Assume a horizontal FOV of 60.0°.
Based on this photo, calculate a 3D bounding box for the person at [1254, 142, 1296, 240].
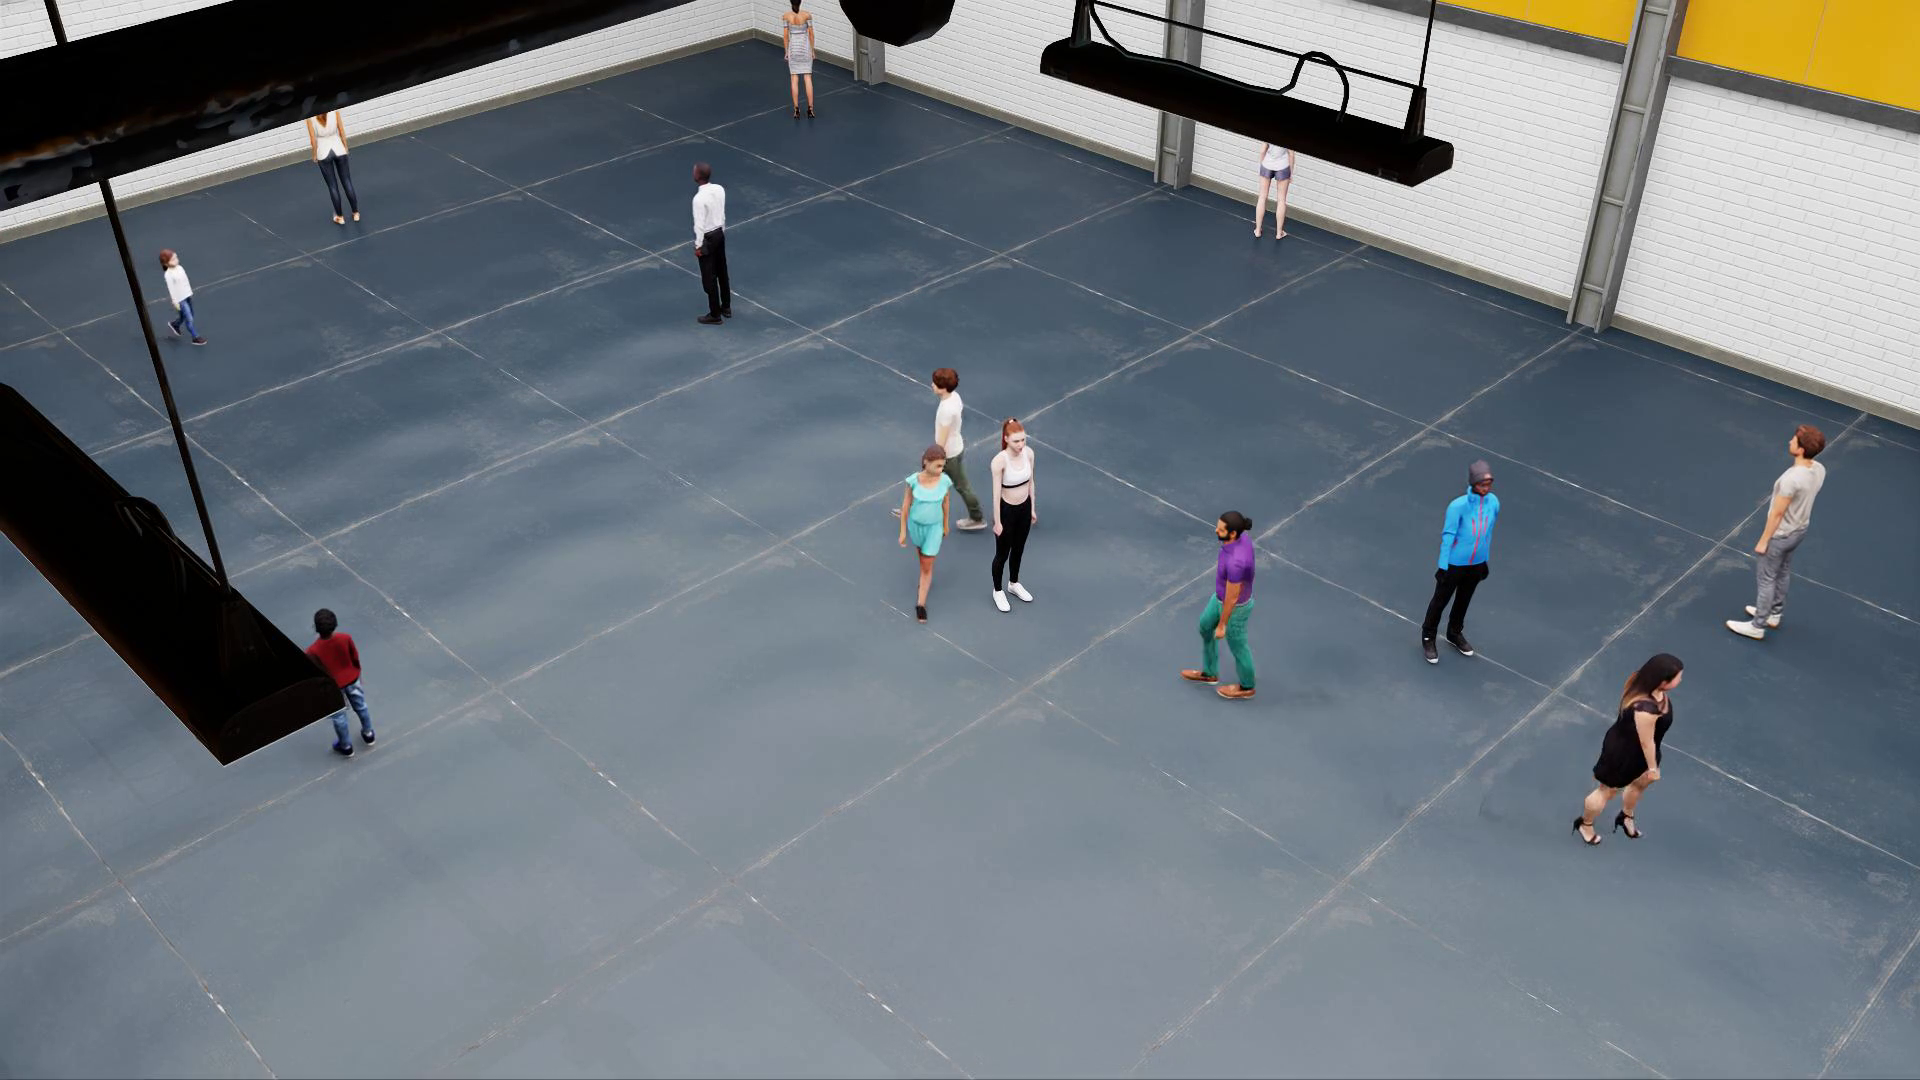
[{"bbox_3d":[3.852,-4.546,20.309,0.626,1.767,0.727,10,35,15],"label":"person"}]

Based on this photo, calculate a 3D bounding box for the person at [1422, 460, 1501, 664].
[{"bbox_3d":[3.995,0.151,13.219,0.691,1.794,0.682,-10,35,-15],"label":"person"}]

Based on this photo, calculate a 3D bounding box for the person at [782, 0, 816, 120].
[{"bbox_3d":[-2.306,-6.965,23.898,0.671,1.822,0.733,0,34,1],"label":"person"}]

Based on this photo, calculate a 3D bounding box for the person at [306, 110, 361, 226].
[{"bbox_3d":[-7.808,-4.797,20.670,0.633,1.785,0.595,-19,38,-26],"label":"person"}]

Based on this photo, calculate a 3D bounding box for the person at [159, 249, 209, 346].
[{"bbox_3d":[-8.495,-2.644,18.050,0.752,1.100,0.649,6,34,9],"label":"person"}]

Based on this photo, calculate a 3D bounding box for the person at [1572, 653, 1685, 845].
[{"bbox_3d":[4.474,1.436,11.369,0.837,1.700,0.794,10,35,15],"label":"person"}]

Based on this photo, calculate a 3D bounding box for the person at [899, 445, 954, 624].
[{"bbox_3d":[-0.287,-0.153,13.934,1.084,1.507,1.074,4,34,6],"label":"person"}]

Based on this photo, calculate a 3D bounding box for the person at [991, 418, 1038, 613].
[{"bbox_3d":[0.433,-0.223,13.828,0.617,1.742,0.560,-22,39,-29],"label":"person"}]

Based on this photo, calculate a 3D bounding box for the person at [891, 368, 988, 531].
[{"bbox_3d":[-0.020,-0.757,14.751,1.146,1.609,1.064,1,34,1],"label":"person"}]

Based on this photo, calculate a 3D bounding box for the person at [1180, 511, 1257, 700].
[{"bbox_3d":[2.195,0.510,12.726,0.963,1.741,0.896,3,34,4],"label":"person"}]

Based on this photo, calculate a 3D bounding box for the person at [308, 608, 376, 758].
[{"bbox_3d":[-4.610,1.047,12.360,0.497,1.251,0.477,-28,43,-35],"label":"person"}]

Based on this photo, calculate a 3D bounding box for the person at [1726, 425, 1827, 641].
[{"bbox_3d":[6.671,-0.062,13.450,0.654,1.892,0.561,-25,41,-32],"label":"person"}]

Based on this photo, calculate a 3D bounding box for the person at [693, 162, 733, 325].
[{"bbox_3d":[-2.745,-3.279,18.340,0.638,1.836,0.697,17,37,23],"label":"person"}]
